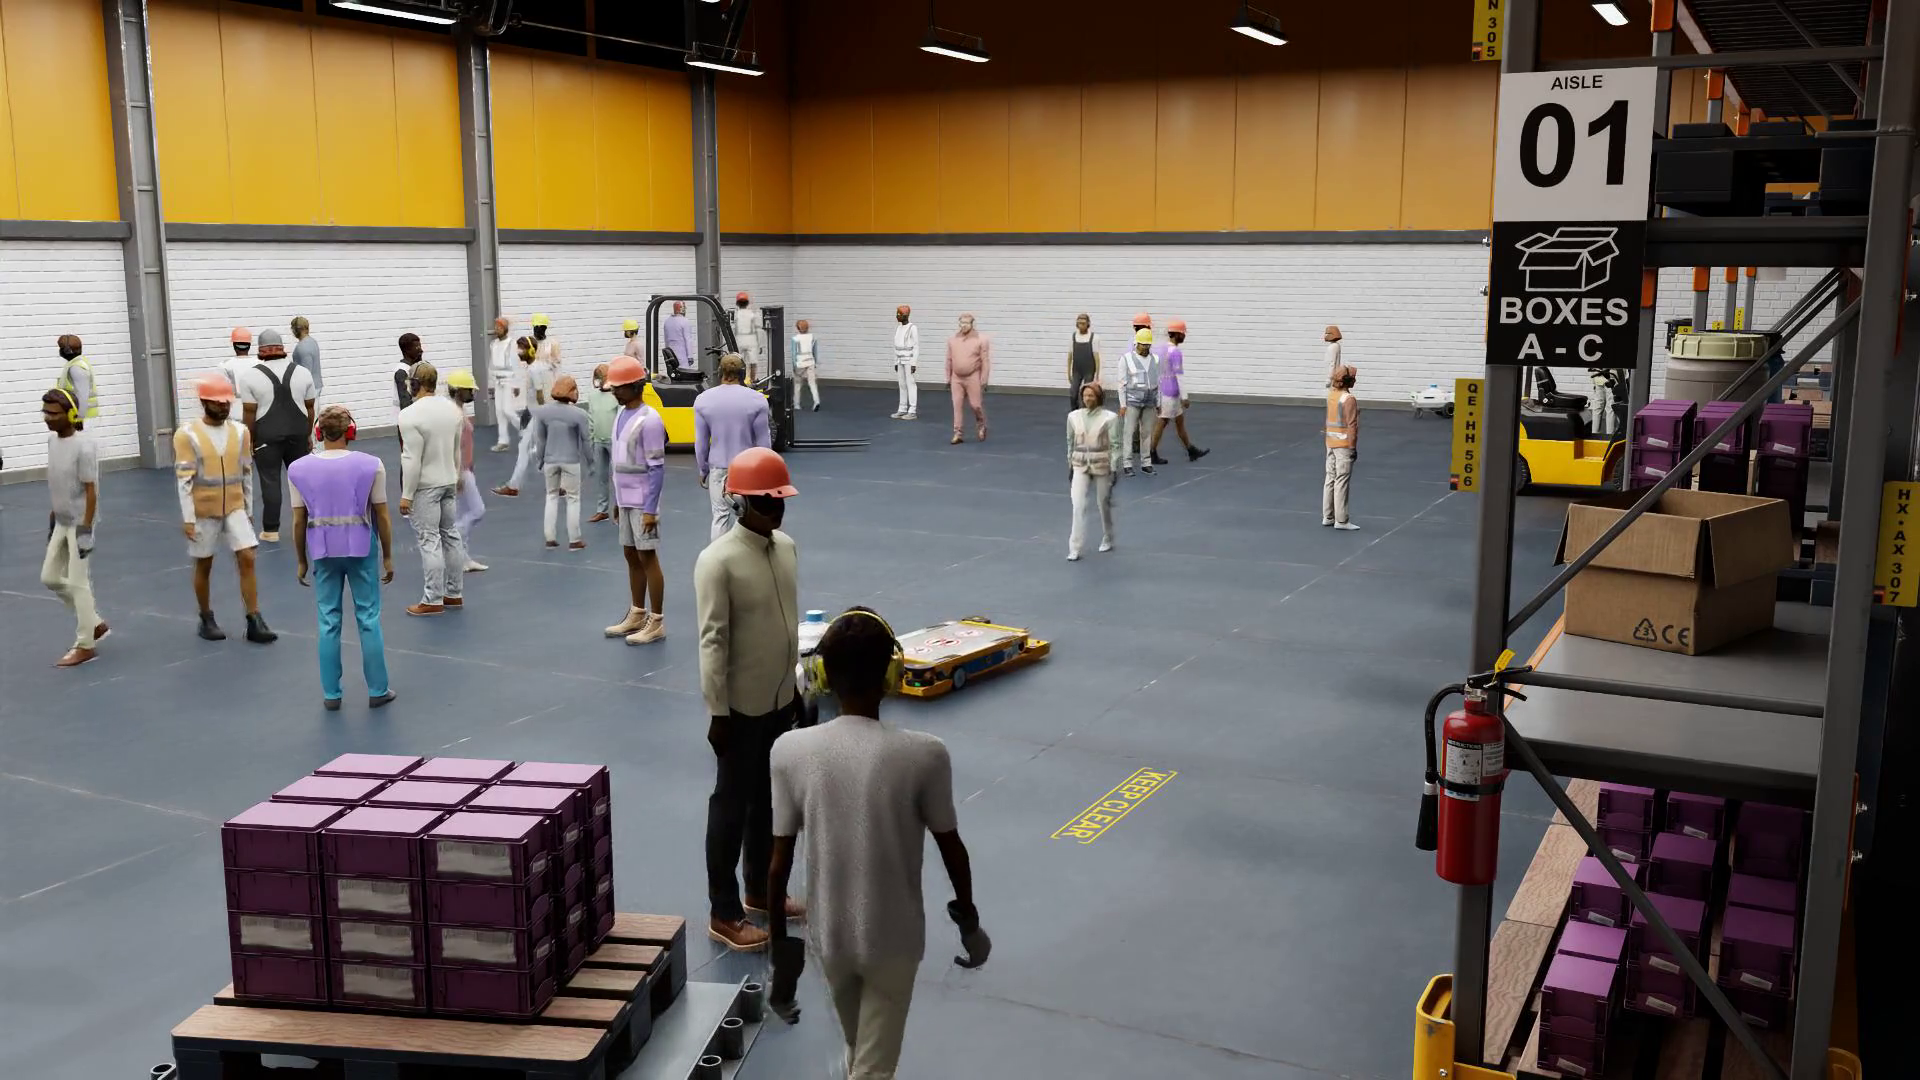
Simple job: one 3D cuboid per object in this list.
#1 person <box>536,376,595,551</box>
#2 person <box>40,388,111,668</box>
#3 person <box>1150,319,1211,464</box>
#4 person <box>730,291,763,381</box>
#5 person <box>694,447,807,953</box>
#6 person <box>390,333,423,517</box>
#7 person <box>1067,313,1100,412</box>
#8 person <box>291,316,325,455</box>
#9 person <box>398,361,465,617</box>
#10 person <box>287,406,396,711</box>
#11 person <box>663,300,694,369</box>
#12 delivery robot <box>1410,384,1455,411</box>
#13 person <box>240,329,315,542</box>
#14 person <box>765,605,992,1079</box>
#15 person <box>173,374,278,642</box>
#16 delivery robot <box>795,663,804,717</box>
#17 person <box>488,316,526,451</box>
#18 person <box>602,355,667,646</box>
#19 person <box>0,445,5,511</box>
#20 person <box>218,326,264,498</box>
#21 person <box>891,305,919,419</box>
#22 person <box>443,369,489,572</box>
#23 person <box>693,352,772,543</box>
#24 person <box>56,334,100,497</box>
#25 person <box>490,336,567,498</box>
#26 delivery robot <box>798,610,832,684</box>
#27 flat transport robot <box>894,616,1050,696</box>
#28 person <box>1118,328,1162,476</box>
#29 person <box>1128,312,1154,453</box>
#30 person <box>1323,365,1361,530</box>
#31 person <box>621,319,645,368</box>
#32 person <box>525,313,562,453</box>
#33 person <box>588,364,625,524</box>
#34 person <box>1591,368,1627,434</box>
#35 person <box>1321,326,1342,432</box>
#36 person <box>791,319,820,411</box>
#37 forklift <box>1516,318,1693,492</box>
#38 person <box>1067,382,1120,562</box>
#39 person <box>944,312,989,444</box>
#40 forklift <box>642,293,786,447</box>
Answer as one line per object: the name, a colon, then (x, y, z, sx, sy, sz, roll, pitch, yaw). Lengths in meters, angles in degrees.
person: (-3.640, -0.702, 15.342, 0.535, 1.624, 0.333, 2, 10, 11)
person: (-5.946, -0.089, 11.114, 0.601, 1.861, 0.407, 7, 12, 34)
person: (2.843, -1.923, 21.651, 0.974, 1.886, 0.572, -2, 10, -10)
person: (-4.075, -3.706, 31.575, 0.640, 2.039, 0.668, 0, 10, -1)
person: (-0.803, 0.617, 6.633, 0.396, 1.992, 0.623, 5, 11, 26)
person: (-5.726, -1.194, 17.337, 0.392, 1.920, 0.587, -2, 10, -10)
person: (1.889, -2.551, 25.446, 0.520, 1.827, 0.428, 2, 10, 14)
person: (-8.438, -1.922, 21.516, 0.371, 1.935, 0.627, -2, 10, -10)
person: (-4.015, -0.386, 12.603, 0.372, 1.940, 0.627, 4, 10, 20)
person: (-3.700, 0.117, 9.983, 0.563, 1.838, 0.389, -2, 10, -11)
person: (-4.926, -3.268, 29.380, 0.637, 1.911, 0.403, 8, 13, 39)
delivery robot: (7.898, -2.360, 27.762, 0.707, 0.478, 0.477, -1, 10, -3)
person: (-6.540, -1.012, 15.932, 0.674, 2.000, 0.537, -8, 12, -38)
person: (-0.233, 1.079, 4.508, 0.520, 1.805, 1.018, 4, 10, 20)
person: (-5.160, -0.201, 11.634, 0.833, 1.901, 0.565, 9, 13, 43)
delivery robot: (-1.090, 0.853, 9.162, 0.477, 0.478, 0.707, 1, 10, 7)
person: (-6.310, -2.160, 23.067, 0.608, 1.871, 0.433, 7, 12, 36)
person: (-2.291, -0.275, 11.708, 0.416, 2.046, 0.612, -7, 12, -35)
person: (-10.335, -1.093, 17.449, 0.535, 1.671, 0.387, 1, 10, 6)
person: (-7.894, -1.387, 18.404, 0.549, 1.937, 0.358, -7, 12, -34)
person: (-0.901, -2.937, 27.536, 0.361, 1.882, 0.575, -7, 12, -35)
person: (-4.247, -0.581, 14.233, 0.350, 1.752, 0.553, -3, 10, -15)
person: (-1.863, -0.578, 13.715, 0.633, 1.939, 0.368, 0, 10, 1)
person: (-9.911, -1.387, 18.691, 0.430, 1.840, 0.624, -5, 11, -26)
person: (-4.820, -1.362, 18.590, 0.962, 1.814, 0.560, 0, 10, -2)
delivery robot: (-0.892, 0.675, 10.192, 0.707, 0.478, 0.477, -8, 13, -39)
flat transport robot: (-0.071, 0.743, 10.886, 0.652, 0.197, 1.431, 7, 12, 35)
person: (2.238, -1.702, 20.555, 0.586, 1.825, 0.403, -4, 11, -22)
person: (2.483, -2.164, 22.902, 0.355, 1.939, 0.544, -1, 10, -8)
person: (3.800, -0.920, 16.562, 0.306, 1.640, 0.522, -3, 10, -14)
person: (-4.876, -2.417, 24.874, 0.329, 1.763, 0.523, -6, 12, -32)
person: (-5.705, -2.132, 22.735, 0.590, 1.930, 0.358, 5, 11, 27)
person: (-3.574, -0.974, 16.894, 0.501, 1.632, 0.287, 5, 11, 26)
person: (9.268, -2.256, 23.728, 0.404, 1.837, 0.590, -5, 11, -26)
person: (5.712, -2.468, 25.538, 0.265, 1.631, 0.507, 4, 11, 22)
person: (-2.681, -3.043, 28.939, 0.514, 1.603, 0.817, -5, 11, -26)
forklift: (7.066, -1.601, 18.899, 2.313, 2.155, 1.214, 5, 11, 27)
person: (1.216, -0.640, 15.067, 0.530, 1.596, 0.851, 4, 11, 23)
person: (0.100, -2.341, 24.050, 0.683, 1.903, 0.539, 4, 10, 21)
forklift: (-3.588, -2.317, 23.042, 2.313, 2.155, 1.214, -1, 10, -5)
